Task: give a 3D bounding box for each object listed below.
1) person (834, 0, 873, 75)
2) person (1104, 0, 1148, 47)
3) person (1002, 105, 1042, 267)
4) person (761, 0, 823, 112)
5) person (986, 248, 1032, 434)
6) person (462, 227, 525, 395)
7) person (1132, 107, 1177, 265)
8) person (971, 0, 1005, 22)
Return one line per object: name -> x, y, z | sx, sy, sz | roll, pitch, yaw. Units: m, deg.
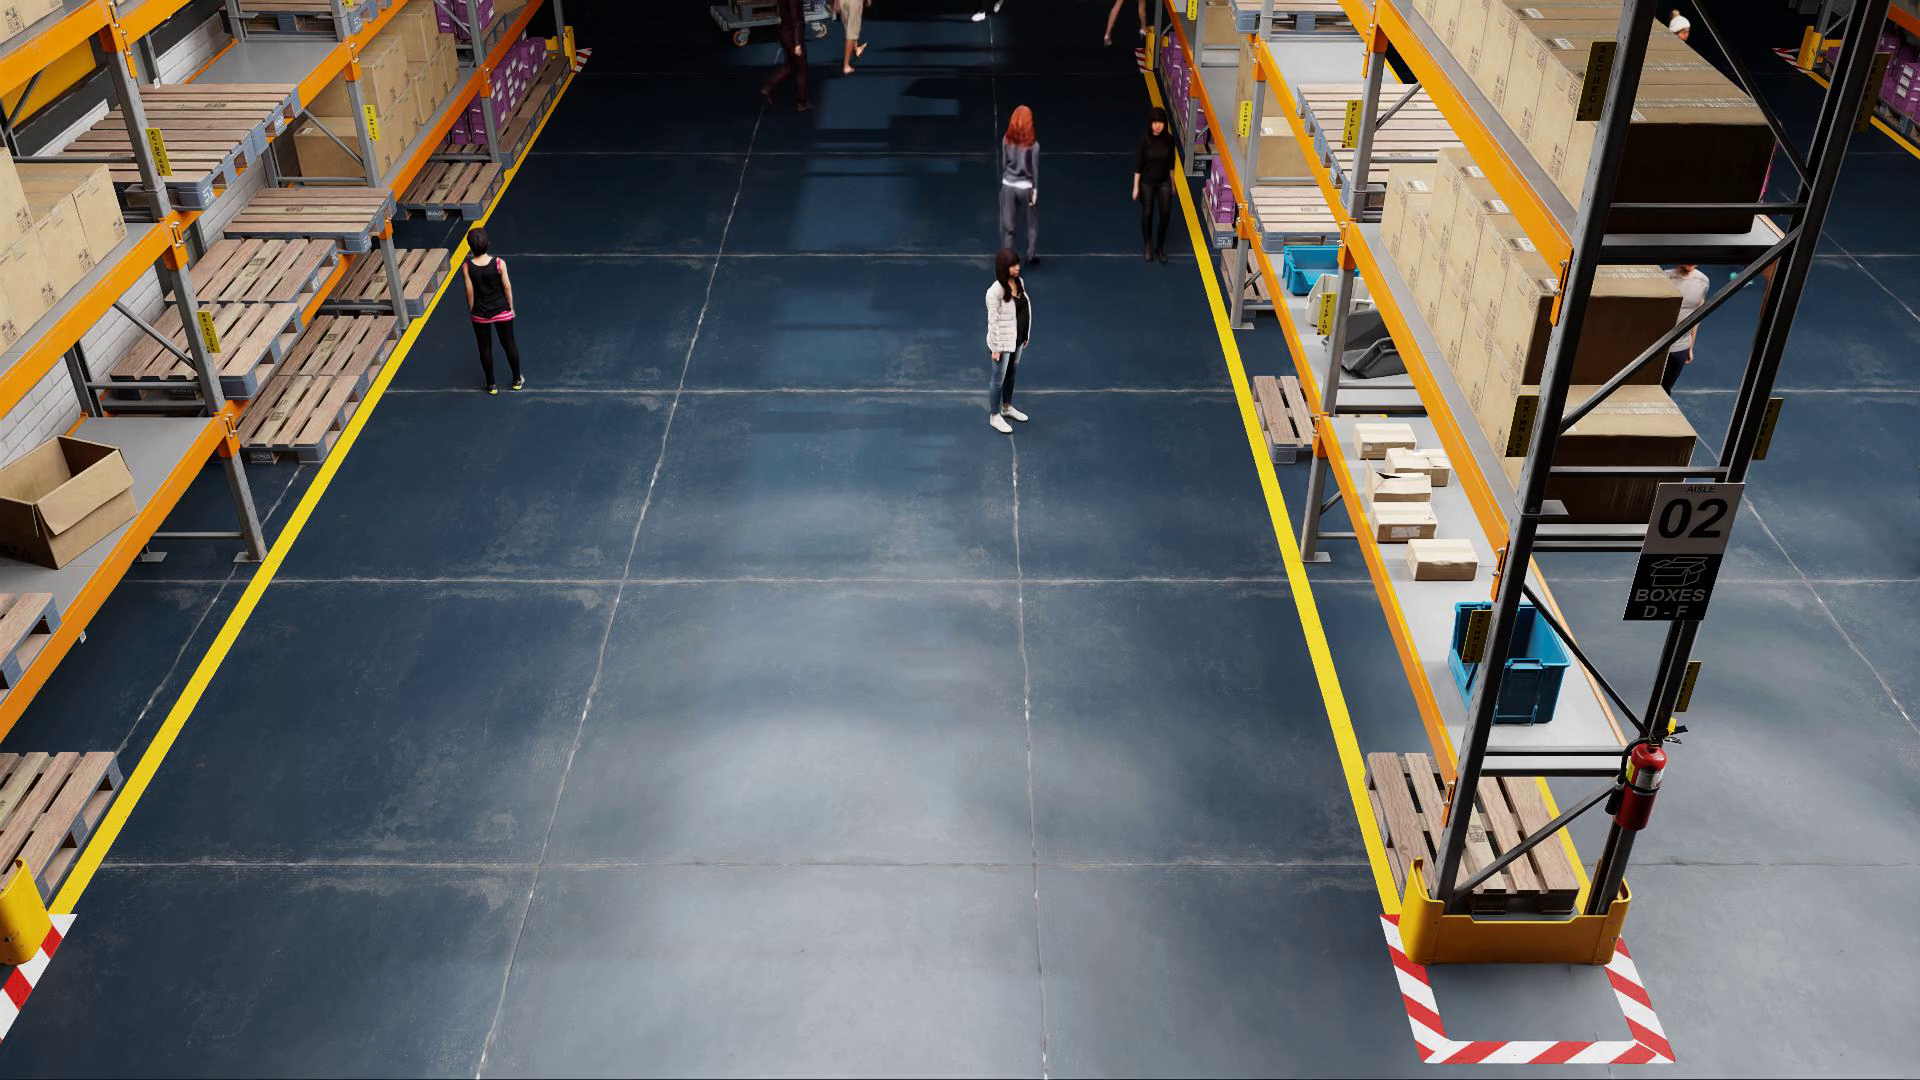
person -> -1.484, -7.127, 22.126 | 0.941, 1.818, 1.299 | 12, 36, 18
person -> 2.309, -7.653, 23.026 | 1.107, 1.697, 1.134 | -25, 41, -32
person -> 0.556, -3.437, 16.629 | 0.764, 1.759, 0.879 | 12, 36, 18
person -> -2.166, -6.257, 20.787 | 1.012, 1.851, 1.058 | -15, 37, -22
person -> 0.394, -1.723, 14.159 | 0.764, 1.638, 0.673 | 22, 39, 29
person -> -4.153, -2.037, 14.709 | 0.601, 1.553, 0.591 | -10, 35, -15
person -> 1.994, -3.688, 17.125 | 0.627, 1.627, 0.598 | -2, 34, -3
person -> 0.442, -8.501, 24.335 | 1.119, 1.660, 1.071 | -28, 43, -35
